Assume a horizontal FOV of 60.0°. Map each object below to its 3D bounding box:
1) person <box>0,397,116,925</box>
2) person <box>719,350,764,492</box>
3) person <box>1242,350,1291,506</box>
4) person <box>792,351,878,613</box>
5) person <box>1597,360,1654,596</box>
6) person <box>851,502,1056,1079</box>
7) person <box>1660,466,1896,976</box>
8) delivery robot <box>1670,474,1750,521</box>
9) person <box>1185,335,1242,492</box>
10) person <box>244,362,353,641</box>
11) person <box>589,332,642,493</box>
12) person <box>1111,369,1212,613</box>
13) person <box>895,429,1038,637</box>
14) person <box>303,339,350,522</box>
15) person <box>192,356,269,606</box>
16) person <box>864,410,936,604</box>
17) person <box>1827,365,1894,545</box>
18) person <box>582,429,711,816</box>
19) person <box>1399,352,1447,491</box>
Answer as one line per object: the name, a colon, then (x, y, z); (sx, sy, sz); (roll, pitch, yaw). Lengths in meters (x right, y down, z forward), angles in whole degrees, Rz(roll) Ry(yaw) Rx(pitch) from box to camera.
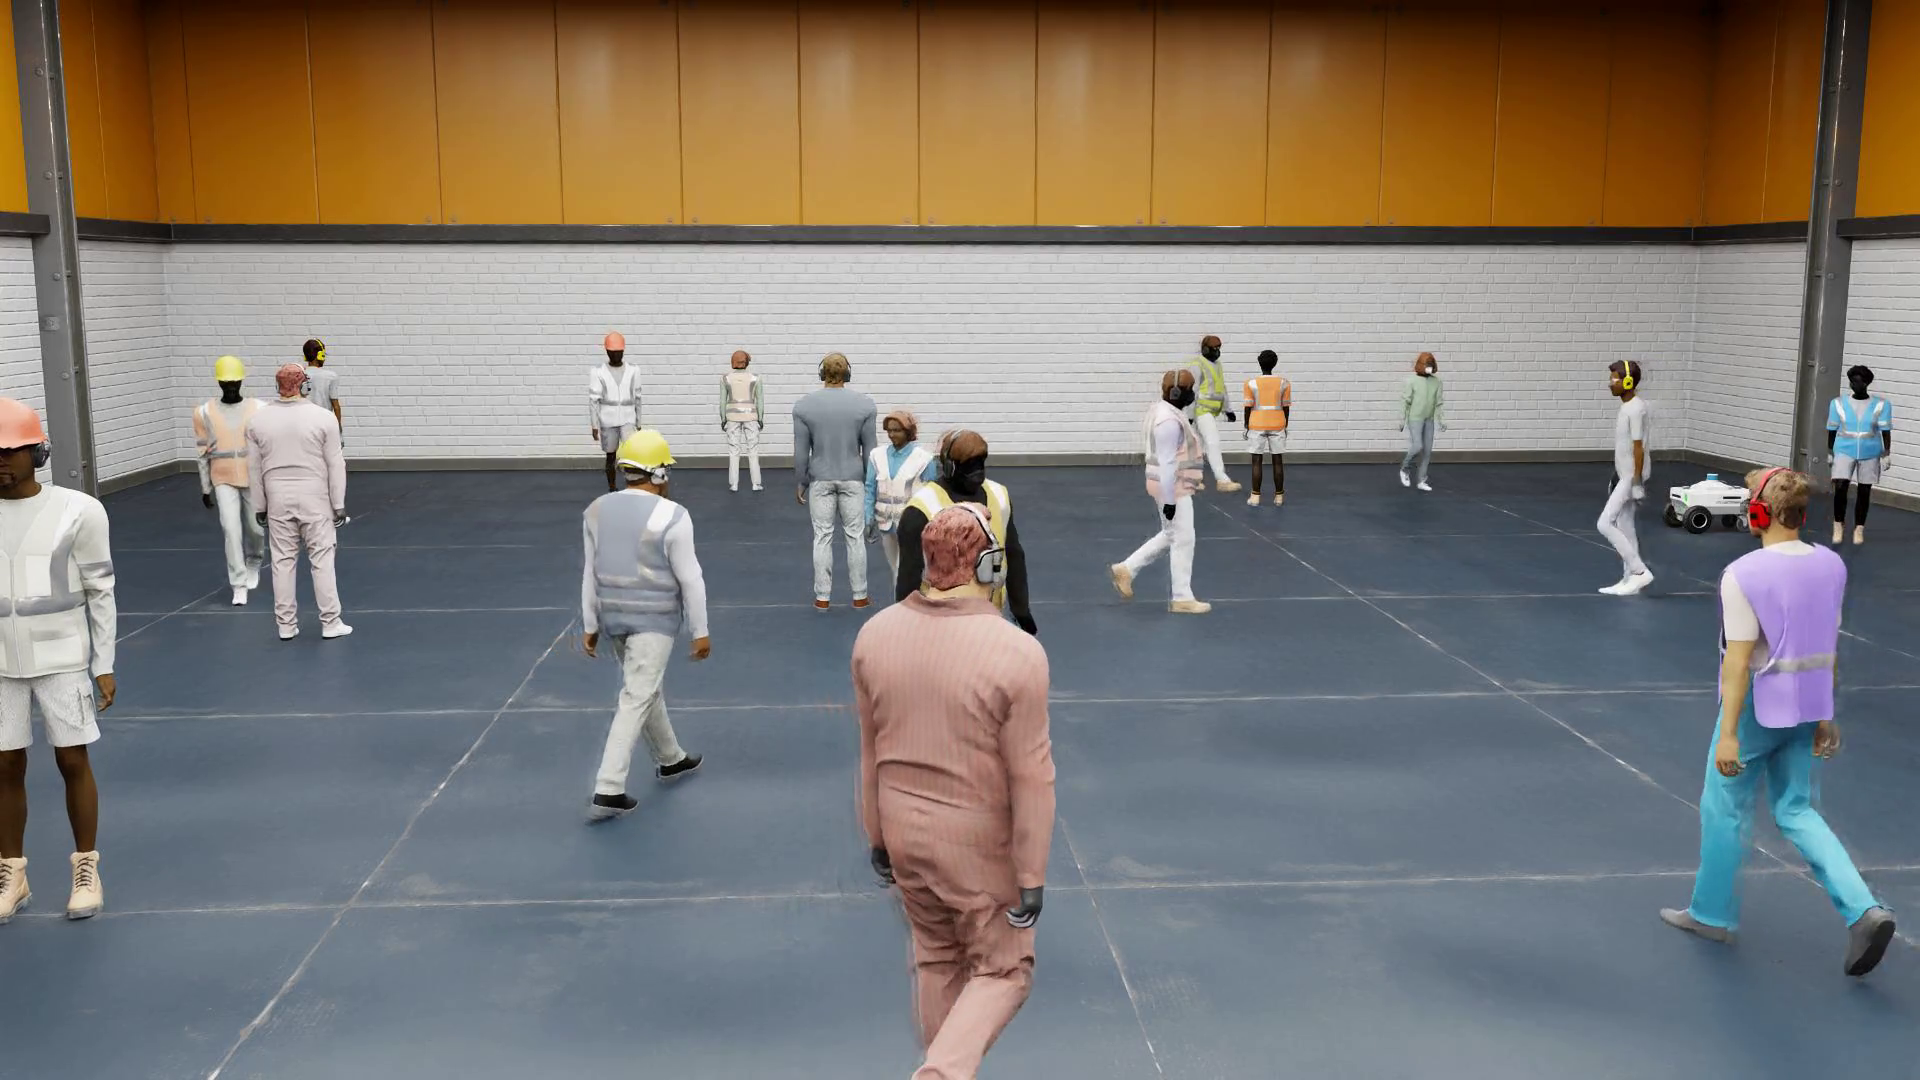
person: (-3.576, 0.470, 6.401); (0.609, 2.043, 0.397); (-2, 9, -12)
person: (-2.515, -1.366, 19.194); (0.515, 1.638, 0.315); (0, 9, -2)
person: (3.316, -1.208, 18.015); (0.535, 1.697, 0.321); (0, 9, -2)
person: (-0.920, -0.423, 12.336); (0.629, 1.940, 0.378); (0, 9, -2)
person: (5.160, -0.465, 12.908); (0.403, 1.843, 0.511); (4, 10, 22)
person: (-0.040, 0.839, 4.580); (0.651, 1.885, 0.662); (6, 11, 35)
person: (2.977, 0.648, 5.998); (0.573, 1.822, 0.794); (-4, 10, -24)
delivery robot: (7.341, -0.404, 16.253); (0.707, 0.478, 0.477); (-1, 9, -4)
person: (2.950, -1.455, 19.232); (0.876, 1.796, 0.615); (5, 10, 29)
person: (-4.518, -0.259, 11.403); (0.643, 1.910, 0.400); (0, 9, -2)
person: (-3.629, -1.244, 17.628); (0.568, 1.889, 0.960); (-3, 10, -19)
person: (1.513, -0.365, 12.339); (0.675, 1.820, 0.632); (1, 9, 5)
person: (-0.044, 0.343, 7.998); (0.619, 1.800, 0.949); (-9, 12, -43)
person: (-6.440, -1.076, 16.676); (0.519, 1.865, 0.335); (0, 9, -2)
person: (-5.579, -0.486, 12.880); (0.598, 1.897, 0.878); (-4, 10, -24)
person: (-0.372, -0.104, 11.419); (0.489, 1.597, 0.871); (5, 10, 28)
person: (8.280, -0.769, 15.338); (0.547, 1.674, 0.561); (5, 10, 27)
person: (-1.501, 0.371, 7.858); (0.611, 1.785, 0.940); (5, 10, 29)
person: (5.361, -1.376, 19.312); (0.523, 1.616, 0.369); (-3, 10, -20)
